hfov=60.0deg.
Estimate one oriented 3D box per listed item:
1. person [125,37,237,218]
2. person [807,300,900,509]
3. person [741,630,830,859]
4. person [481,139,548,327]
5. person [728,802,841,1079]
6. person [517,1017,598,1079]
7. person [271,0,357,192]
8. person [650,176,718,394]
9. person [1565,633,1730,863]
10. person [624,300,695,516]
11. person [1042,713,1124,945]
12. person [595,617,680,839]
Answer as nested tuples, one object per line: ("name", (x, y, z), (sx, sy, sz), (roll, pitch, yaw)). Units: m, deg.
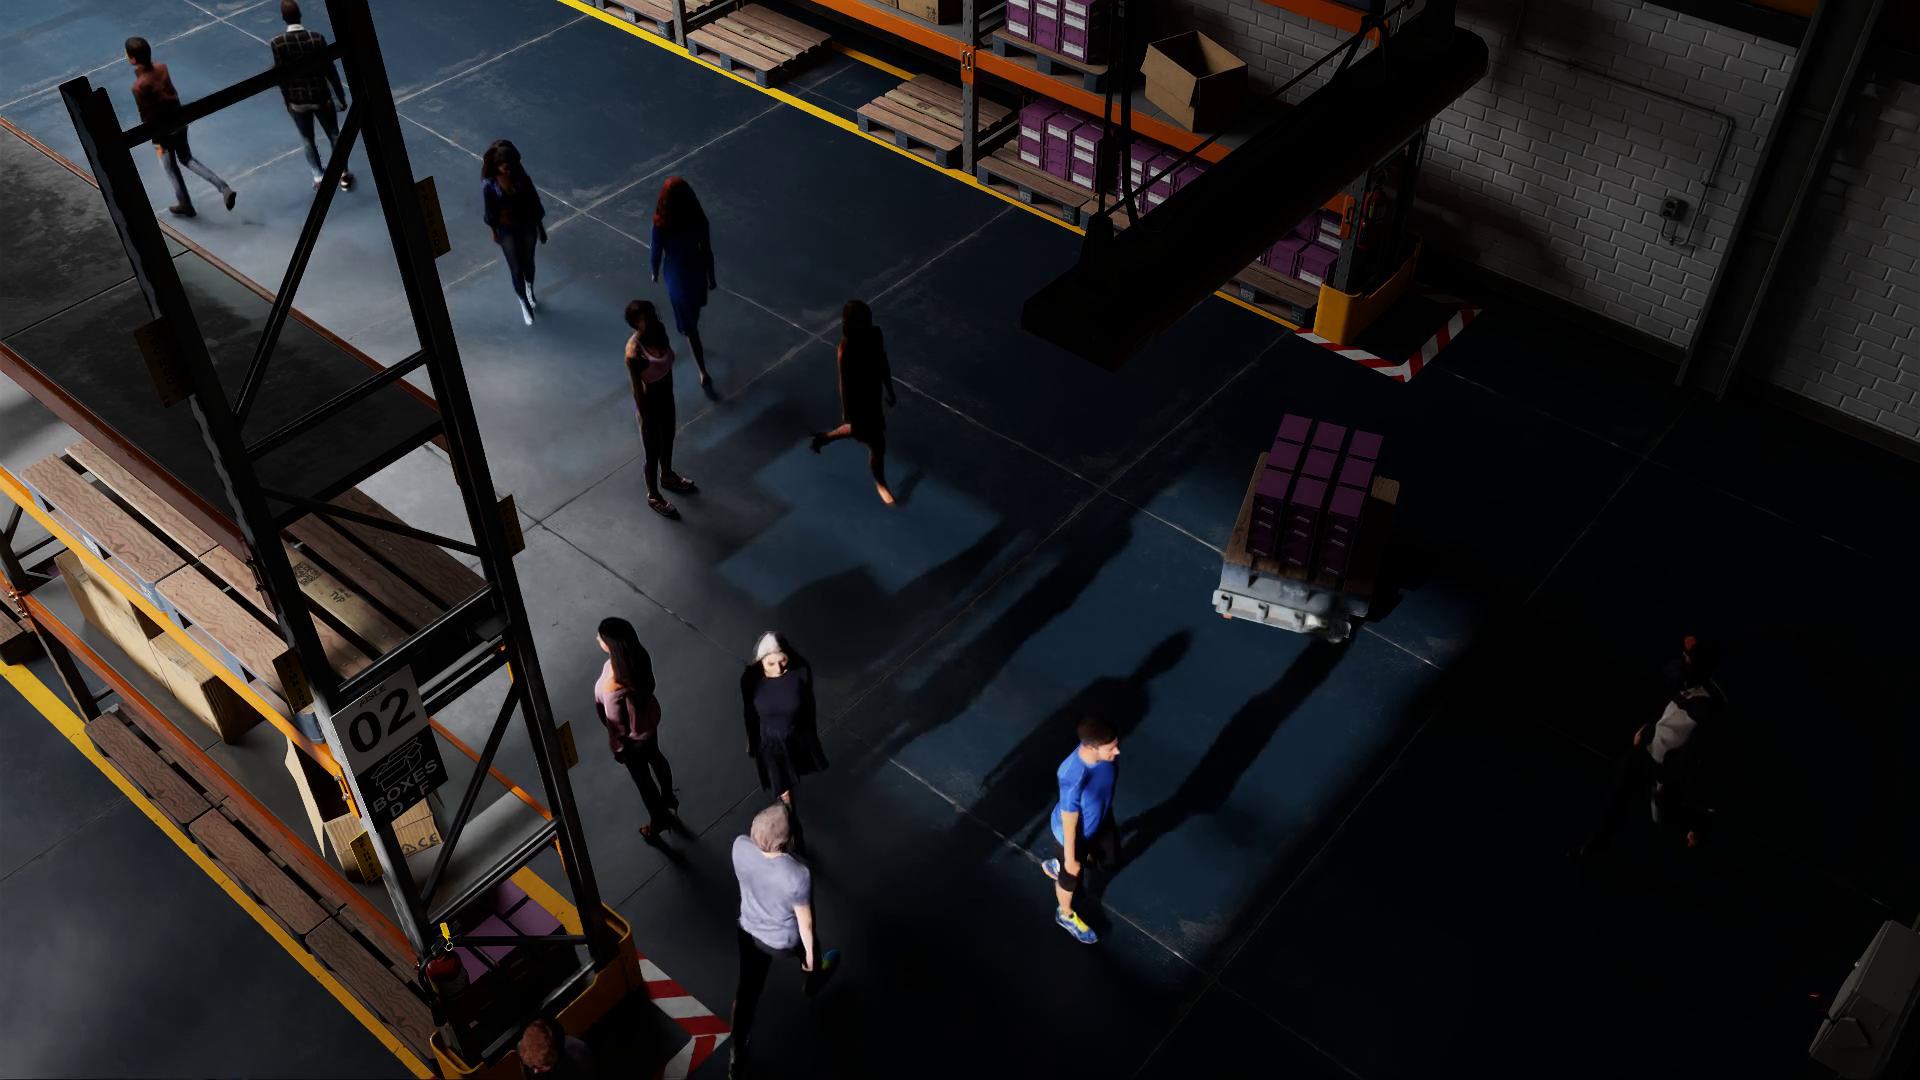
("person", (-6.943, -3.627, 14.760), (1.071, 1.766, 0.889), (11, 45, 11))
("person", (-0.755, -1.004, 11.978), (1.036, 1.807, 0.608), (27, 50, 25))
("person", (-1.061, 1.114, 9.813), (0.948, 1.726, 1.098), (-12, 45, -12))
("person", (-3.698, -2.617, 13.815), (0.770, 1.607, 0.841), (-19, 47, -19))
("person", (-1.014, 2.104, 8.693), (1.213, 1.837, 0.996), (11, 45, 12))
("person", (-1.893, 2.700, 8.214), (0.680, 1.635, 0.770), (14, 45, 15))
("person", (-5.899, -3.996, 15.122), (0.797, 1.802, 0.803), (-17, 46, -17))
("person", (-2.114, -1.934, 12.971), (0.983, 1.782, 1.217), (-16, 46, -16))
("person", (4.137, 1.247, 9.570), (1.089, 1.868, 1.160), (-13, 45, -13))
("person", (-2.195, -0.986, 11.988), (0.634, 1.767, 0.660), (14, 45, 14))
("person", (0.605, 1.550, 9.260), (0.734, 1.856, 0.620), (32, 52, 29))
("person", (-1.880, 1.104, 9.762), (0.667, 1.811, 0.684), (12, 45, 12))
